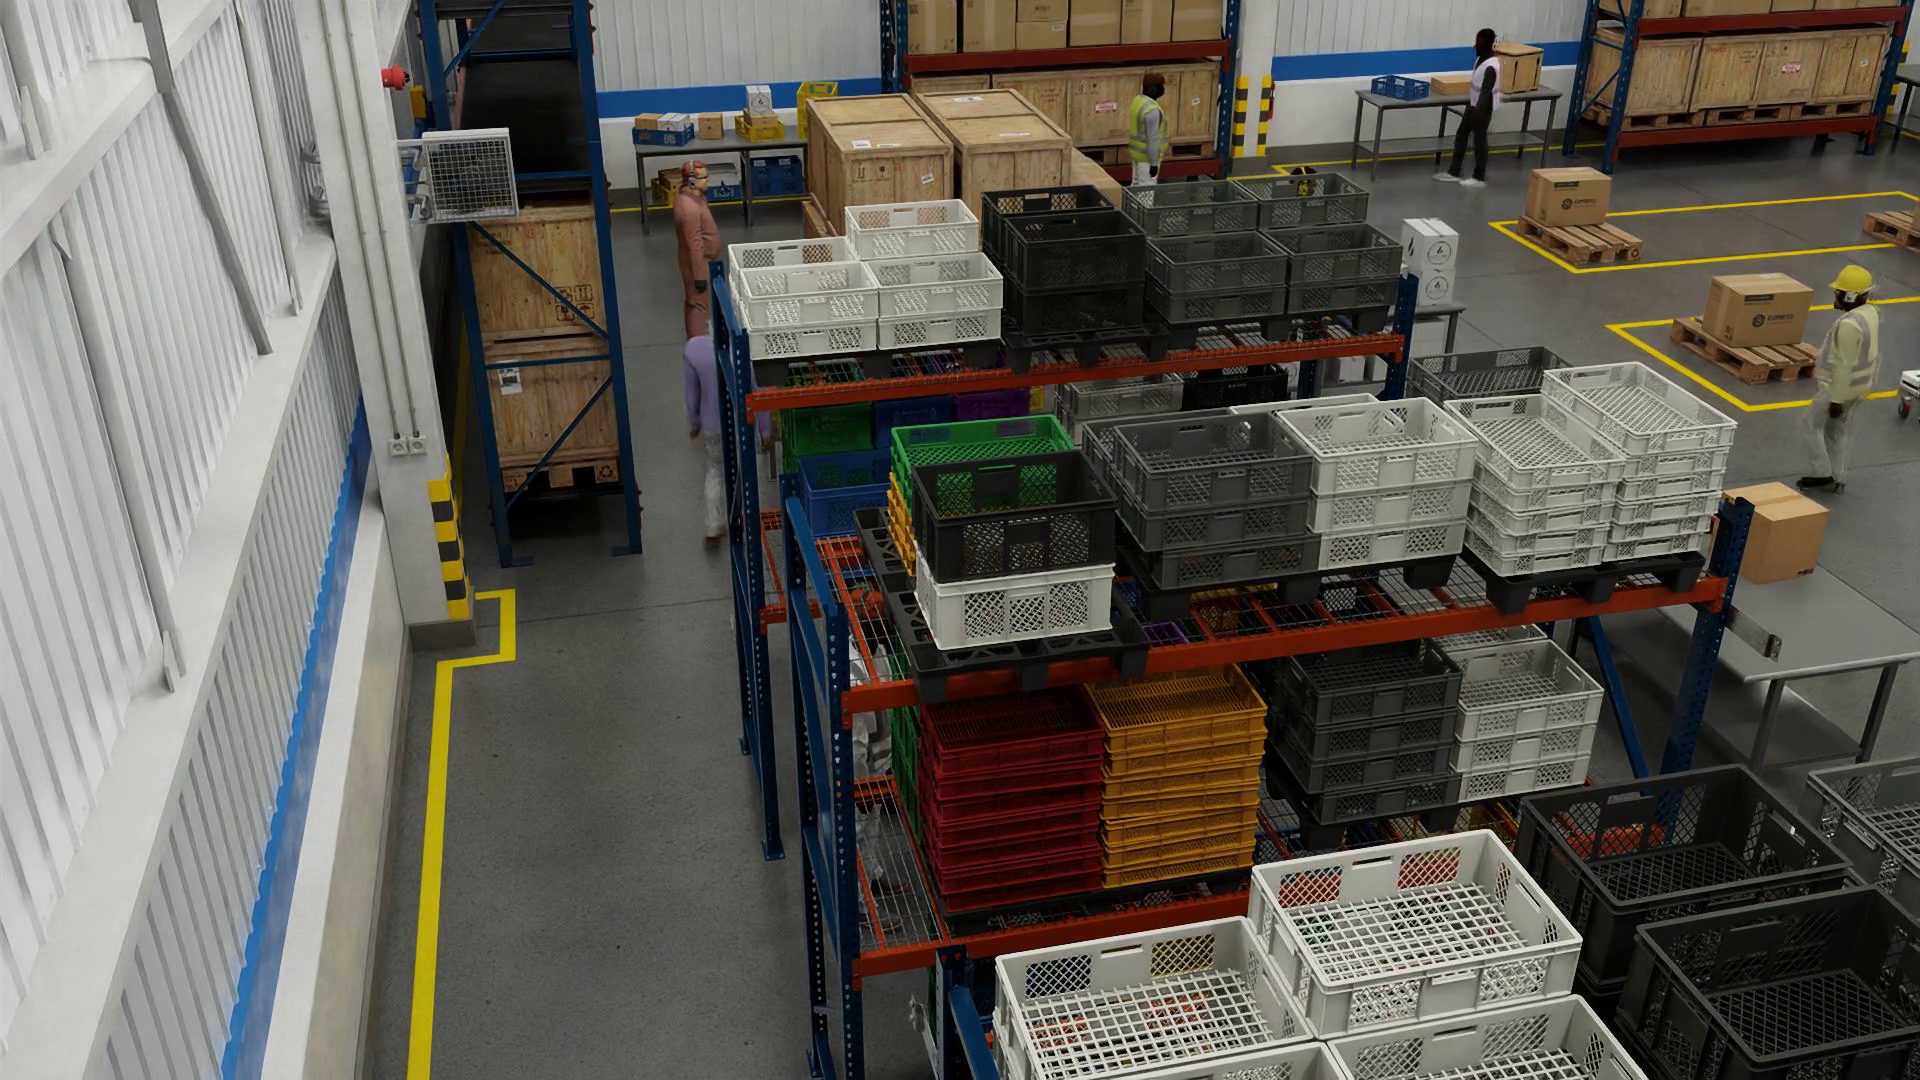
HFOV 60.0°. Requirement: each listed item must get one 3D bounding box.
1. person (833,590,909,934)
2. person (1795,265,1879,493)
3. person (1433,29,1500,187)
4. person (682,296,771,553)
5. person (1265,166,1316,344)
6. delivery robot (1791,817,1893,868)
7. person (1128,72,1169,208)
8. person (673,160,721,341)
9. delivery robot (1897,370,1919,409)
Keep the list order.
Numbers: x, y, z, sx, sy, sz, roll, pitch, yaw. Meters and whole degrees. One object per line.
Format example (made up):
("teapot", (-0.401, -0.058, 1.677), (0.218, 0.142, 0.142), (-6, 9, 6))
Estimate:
("person", (-0.449, 1.081, 8.250), (0.354, 1.883, 0.576), (3, 28, 5))
("person", (6.666, -1.189, 12.639), (0.471, 1.808, 0.664), (20, 34, 33))
("person", (6.186, -5.241, 20.218), (0.707, 1.899, 0.627), (1, 28, 3))
("person", (-1.627, -0.812, 11.790), (0.631, 1.939, 0.376), (8, 29, 16))
("person", (2.970, -2.426, 14.917), (0.329, 1.871, 0.513), (-6, 28, -10))
("delivery robot", (4.523, 1.697, 8.398), (0.477, 0.478, 0.707), (-6, 28, -12))
("person", (2.074, -4.231, 18.371), (0.430, 1.844, 0.624), (-6, 28, -10))
("person", (-2.338, -2.473, 14.968), (0.399, 1.908, 0.643), (-6, 28, -10))
("delivery robot", (8.359, -1.314, 14.111), (0.707, 0.478, 0.477), (-6, 28, -10))
